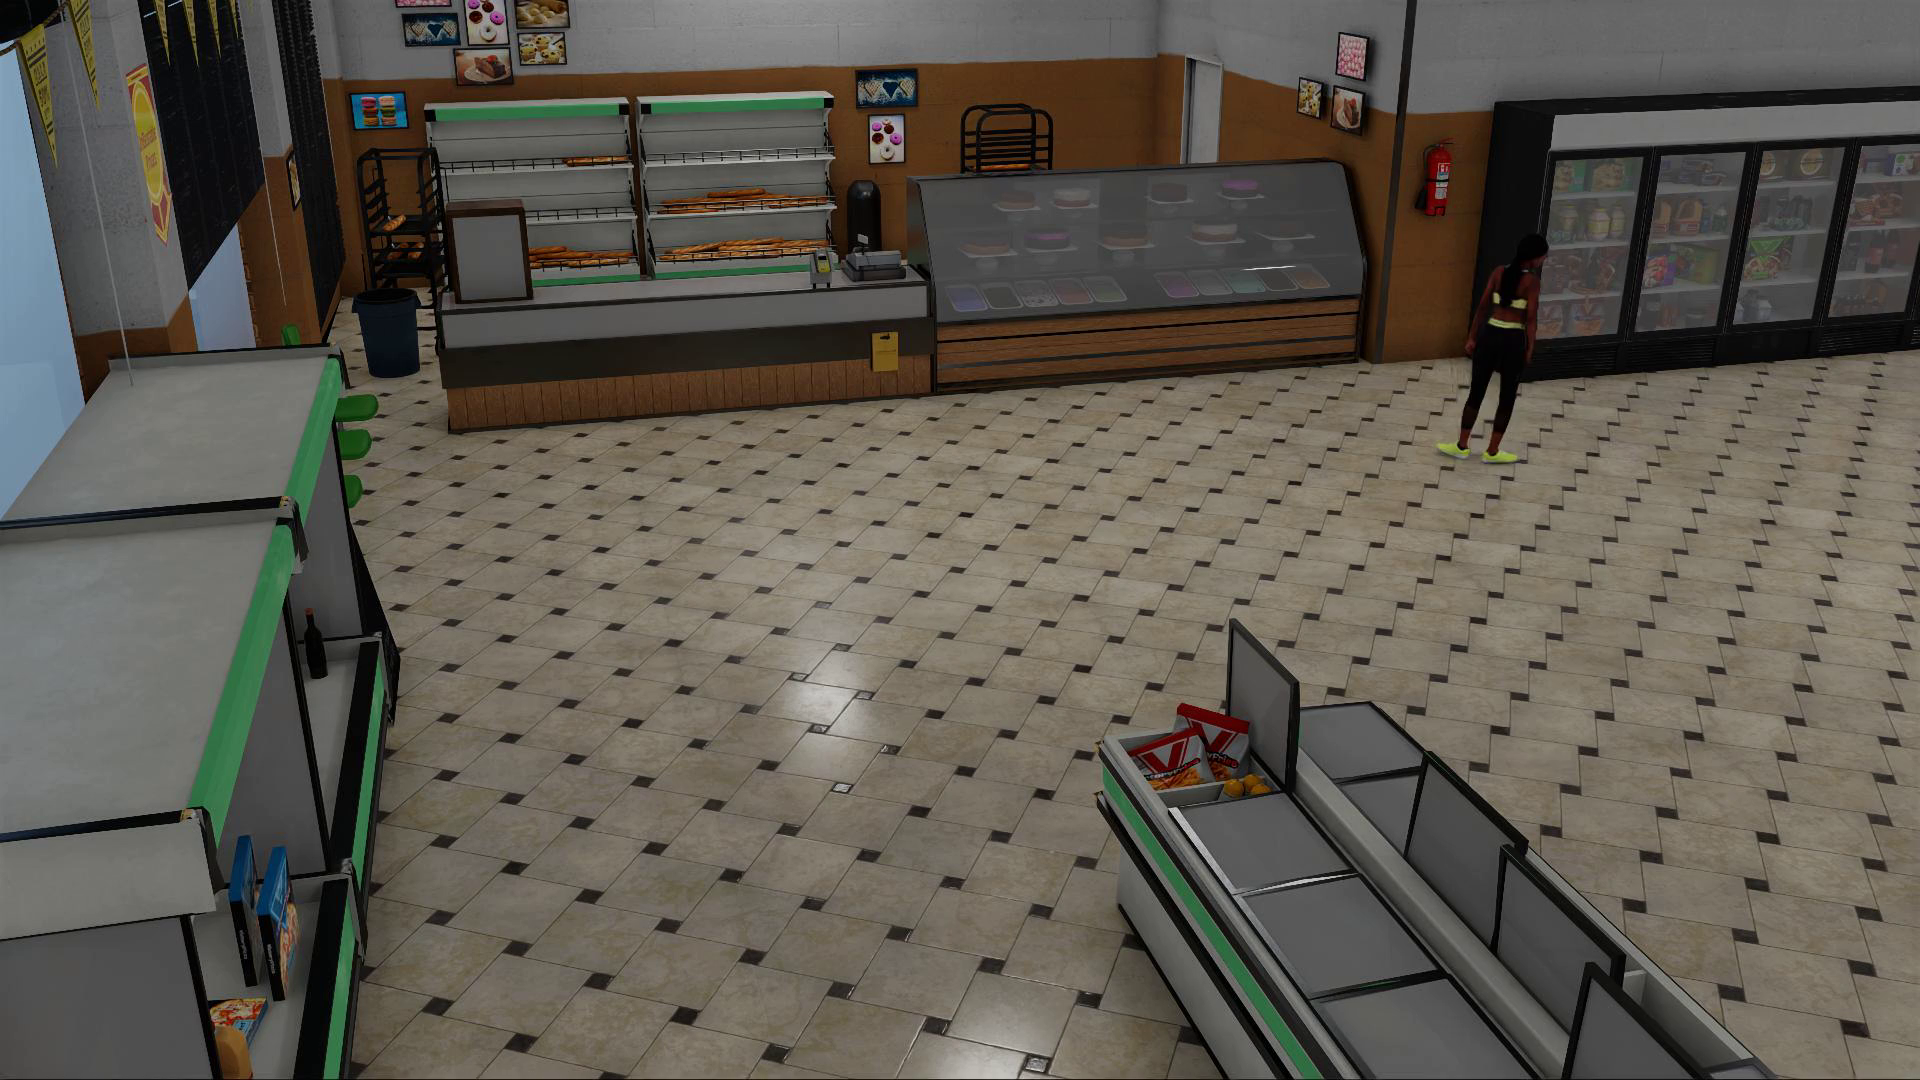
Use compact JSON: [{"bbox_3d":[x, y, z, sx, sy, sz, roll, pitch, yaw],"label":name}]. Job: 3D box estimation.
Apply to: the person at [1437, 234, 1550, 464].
[{"bbox_3d":[3.958,-1.422,12.384,0.756,1.731,0.866,10,24,23],"label":"person"}]
